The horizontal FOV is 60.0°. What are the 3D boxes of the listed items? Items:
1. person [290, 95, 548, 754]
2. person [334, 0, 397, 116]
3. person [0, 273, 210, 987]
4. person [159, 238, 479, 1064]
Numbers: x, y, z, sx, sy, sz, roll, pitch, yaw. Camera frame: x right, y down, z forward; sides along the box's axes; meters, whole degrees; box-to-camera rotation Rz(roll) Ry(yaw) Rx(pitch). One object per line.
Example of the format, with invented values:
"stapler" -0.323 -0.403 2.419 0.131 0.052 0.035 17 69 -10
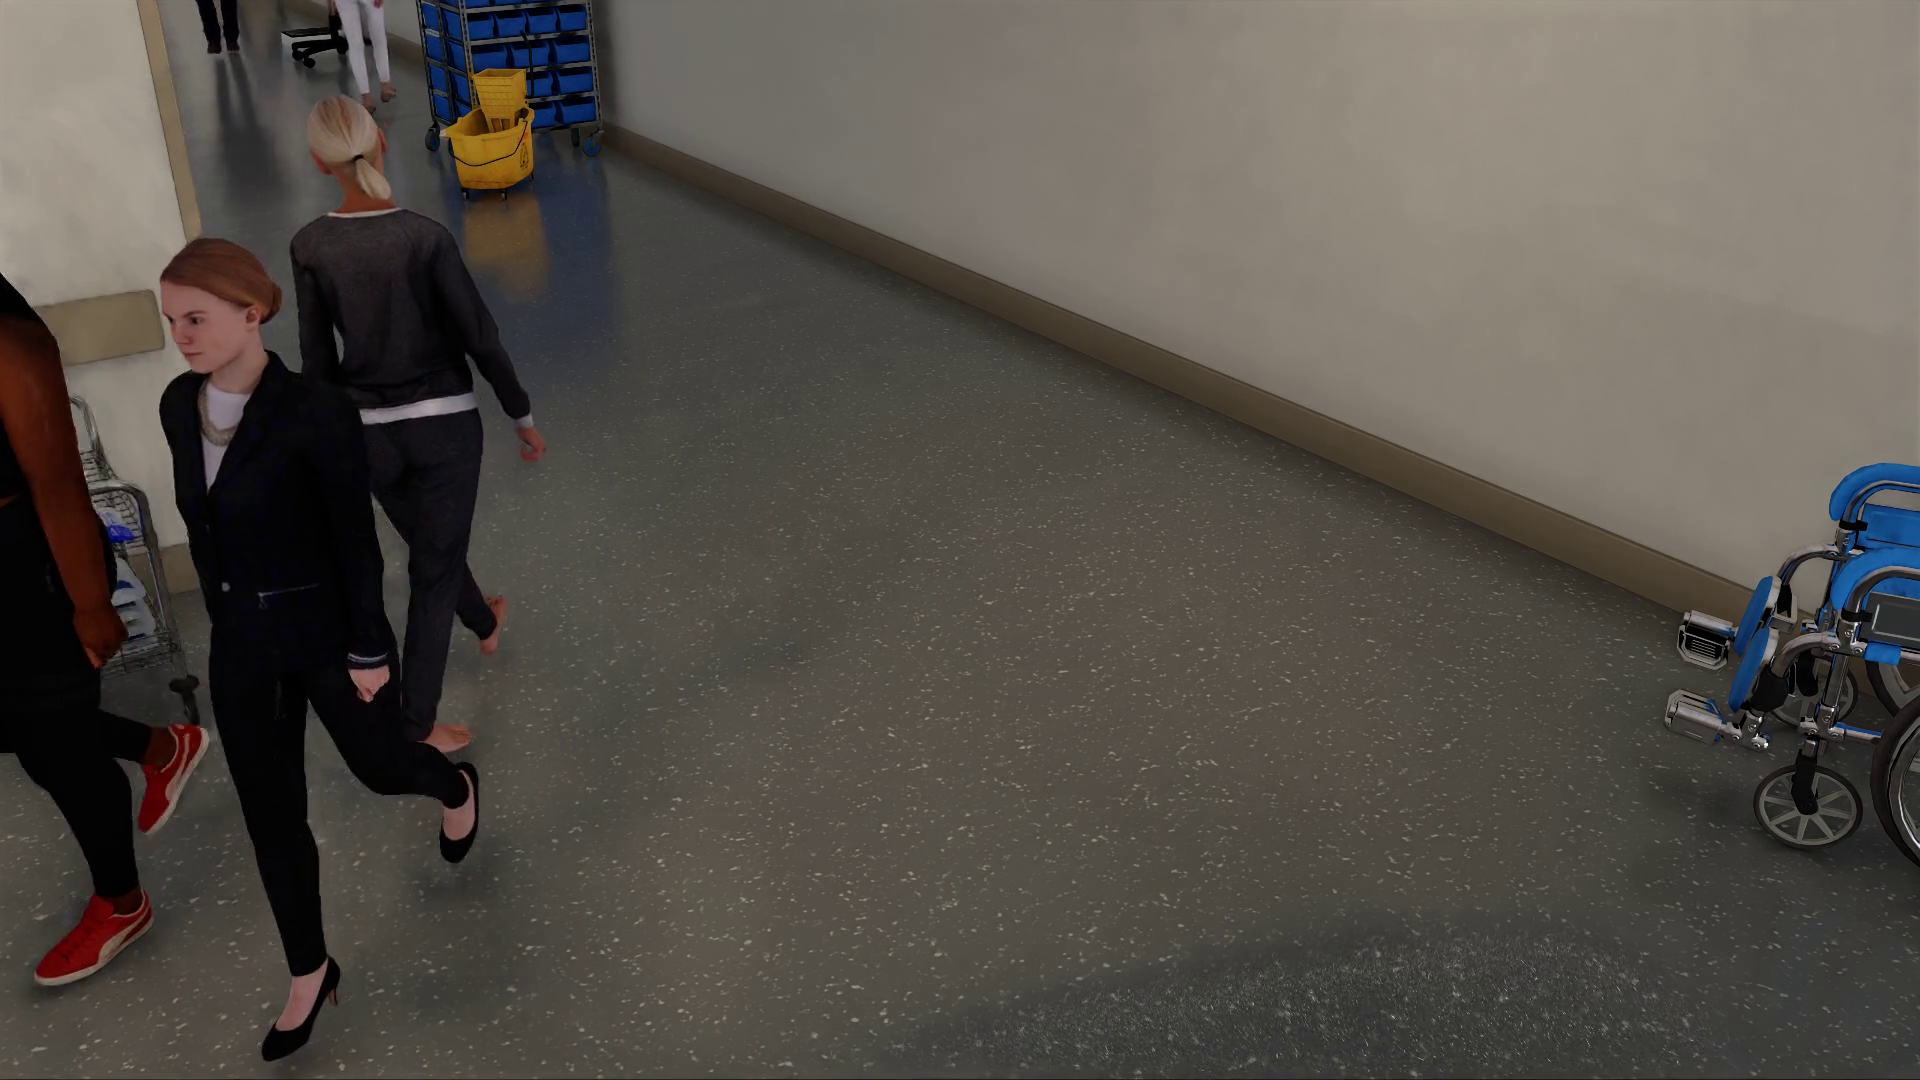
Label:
"person" -1.451 -0.234 4.298 1.192 1.671 1.192 3 26 5
"person" -4.308 -3.875 11.856 0.940 1.665 0.854 -6 26 -11
"person" -1.972 0.046 3.564 0.903 1.803 0.984 12 28 24
"person" -1.291 0.194 3.427 1.022 1.655 1.126 6 26 12
